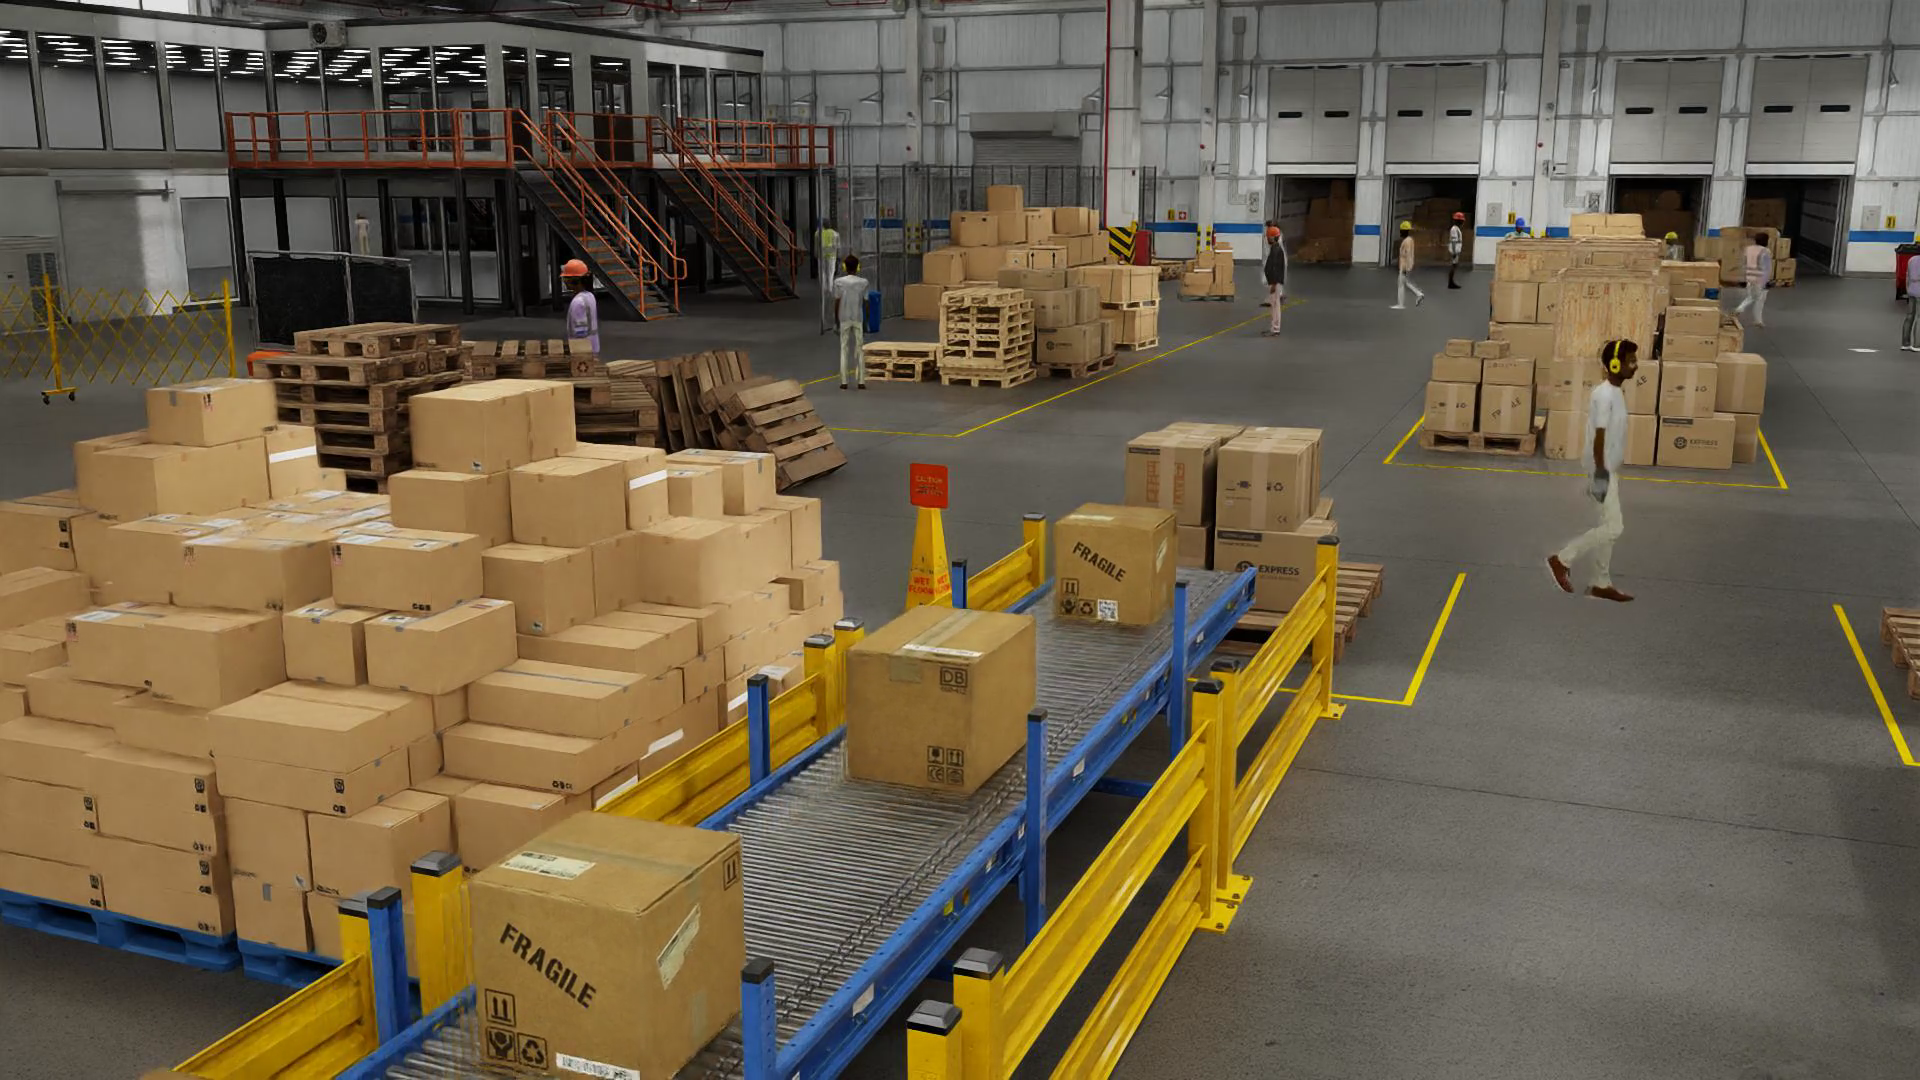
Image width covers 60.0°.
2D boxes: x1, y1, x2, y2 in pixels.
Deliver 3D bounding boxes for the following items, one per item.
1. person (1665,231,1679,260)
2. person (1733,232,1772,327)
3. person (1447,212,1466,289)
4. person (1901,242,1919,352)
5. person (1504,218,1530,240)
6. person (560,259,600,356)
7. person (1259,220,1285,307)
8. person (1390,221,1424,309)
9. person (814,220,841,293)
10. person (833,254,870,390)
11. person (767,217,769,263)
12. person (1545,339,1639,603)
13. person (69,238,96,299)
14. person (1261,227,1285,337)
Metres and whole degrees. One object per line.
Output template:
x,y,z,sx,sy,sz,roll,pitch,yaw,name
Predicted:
15.338,-5.776,35.751,0.833,1.709,0.485,4,13,19,person
15.309,-5.000,32.003,0.553,1.827,0.631,-3,13,-15,person
12.667,-7.380,42.425,0.373,1.934,0.551,5,13,21,person
16.026,-4.104,27.752,0.368,1.928,0.585,-2,13,-9,person
12.549,-6.288,37.520,0.602,1.938,0.400,0,13,0,person
-4.152,-2.043,18.240,0.386,2.045,0.605,0,13,0,person
6.886,-6.071,36.588,0.507,1.928,0.638,8,15,31,person
9.785,-5.992,36.276,0.608,1.911,0.592,3,13,14,person
-3.258,-6.992,41.018,0.652,1.788,0.976,0,13,1,person
-1.499,-2.995,22.944,0.503,1.861,0.328,-2,13,-10,person
-5.772,-8.817,48.761,0.395,1.985,0.608,4,13,17,person
4.494,-0.477,11.632,0.506,1.860,0.538,7,14,29,person
-19.309,-6.062,36.698,0.672,1.854,0.875,-10,16,-39,person
5.684,-4.676,30.176,0.392,1.990,0.612,2,13,9,person
